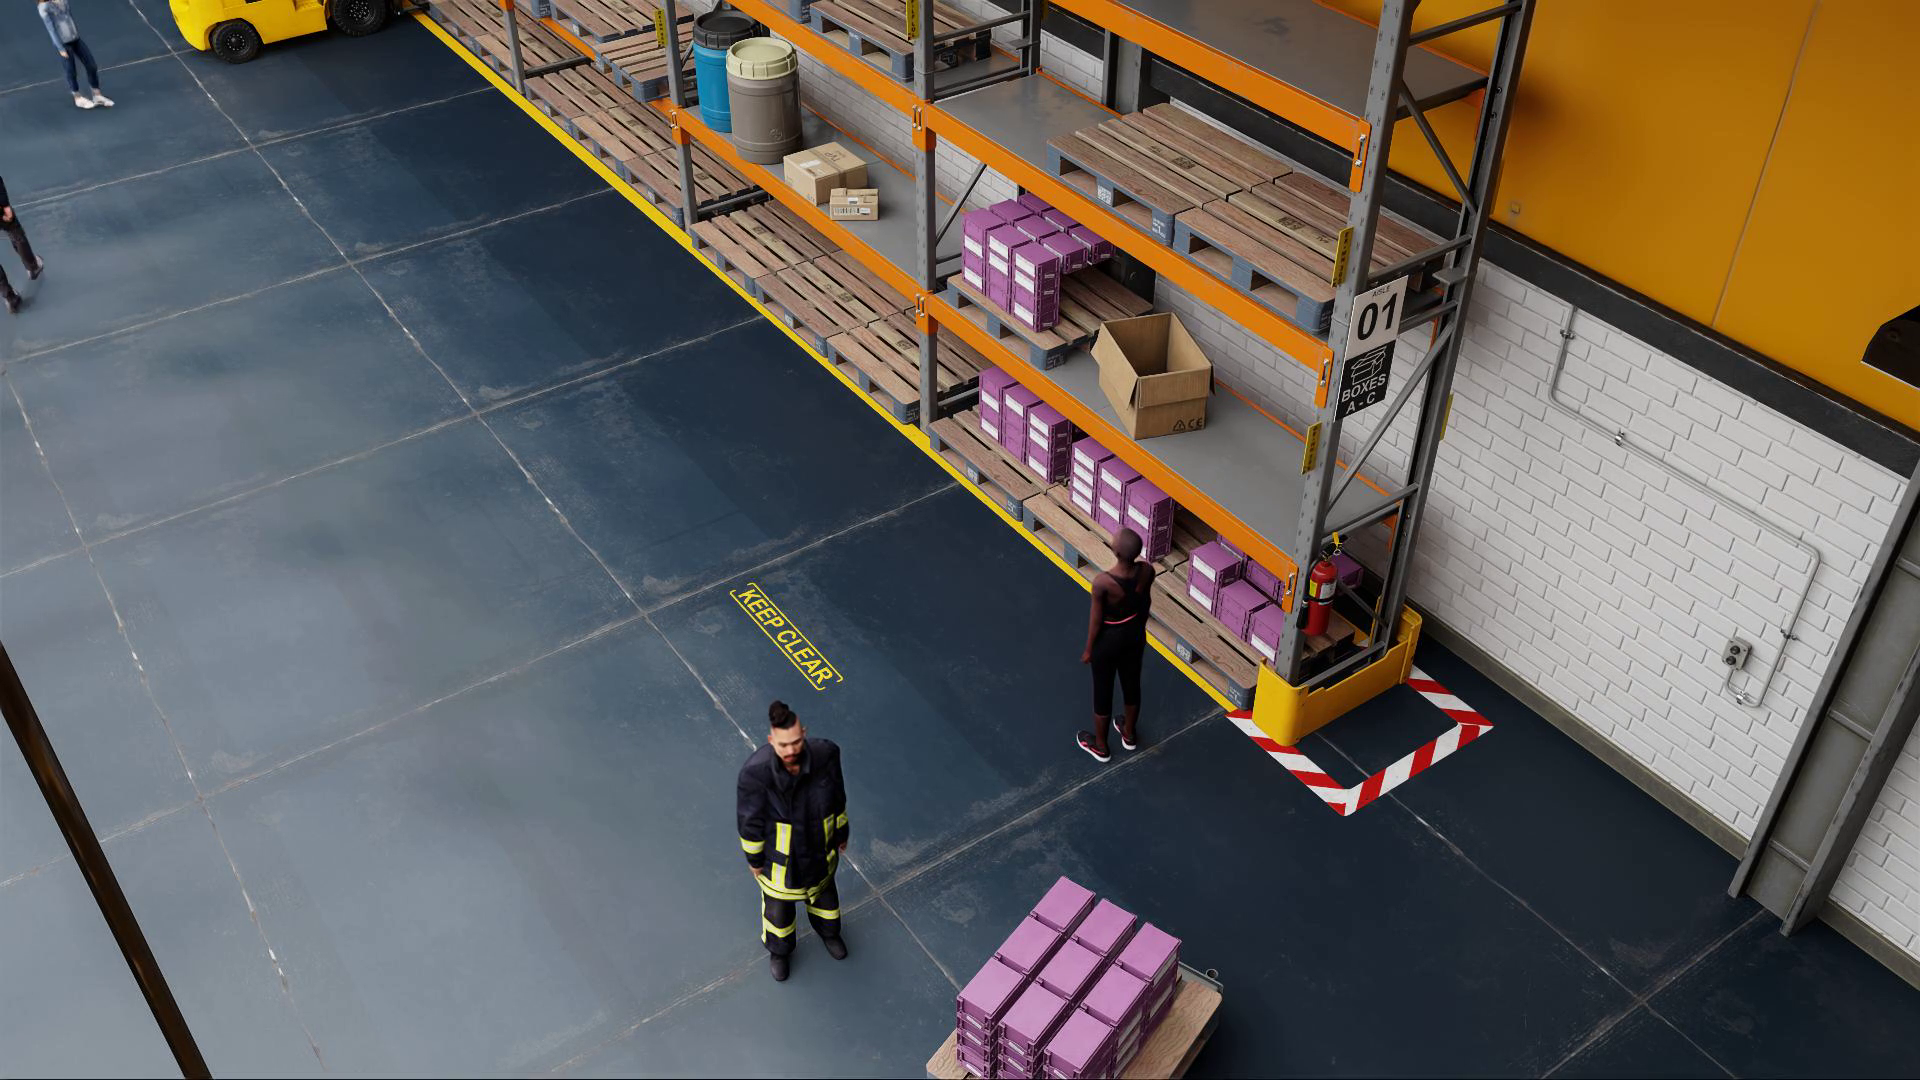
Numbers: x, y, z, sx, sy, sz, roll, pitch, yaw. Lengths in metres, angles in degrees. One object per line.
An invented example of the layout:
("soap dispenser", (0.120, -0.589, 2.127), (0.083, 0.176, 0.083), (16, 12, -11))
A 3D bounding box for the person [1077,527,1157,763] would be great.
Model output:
("person", (0.955, 0.621, 9.990), (0.605, 1.754, 0.567), (-18, 42, -21))

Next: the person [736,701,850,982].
("person", (-0.858, 1.553, 8.738), (0.814, 1.861, 0.769), (-14, 41, -17))

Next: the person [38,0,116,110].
("person", (-9.506, -5.267, 17.597), (0.811, 1.462, 0.746), (12, 40, 14))

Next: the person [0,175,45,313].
("person", (-8.383, -2.817, 14.235), (0.865, 1.830, 1.135), (-11, 40, -13))
